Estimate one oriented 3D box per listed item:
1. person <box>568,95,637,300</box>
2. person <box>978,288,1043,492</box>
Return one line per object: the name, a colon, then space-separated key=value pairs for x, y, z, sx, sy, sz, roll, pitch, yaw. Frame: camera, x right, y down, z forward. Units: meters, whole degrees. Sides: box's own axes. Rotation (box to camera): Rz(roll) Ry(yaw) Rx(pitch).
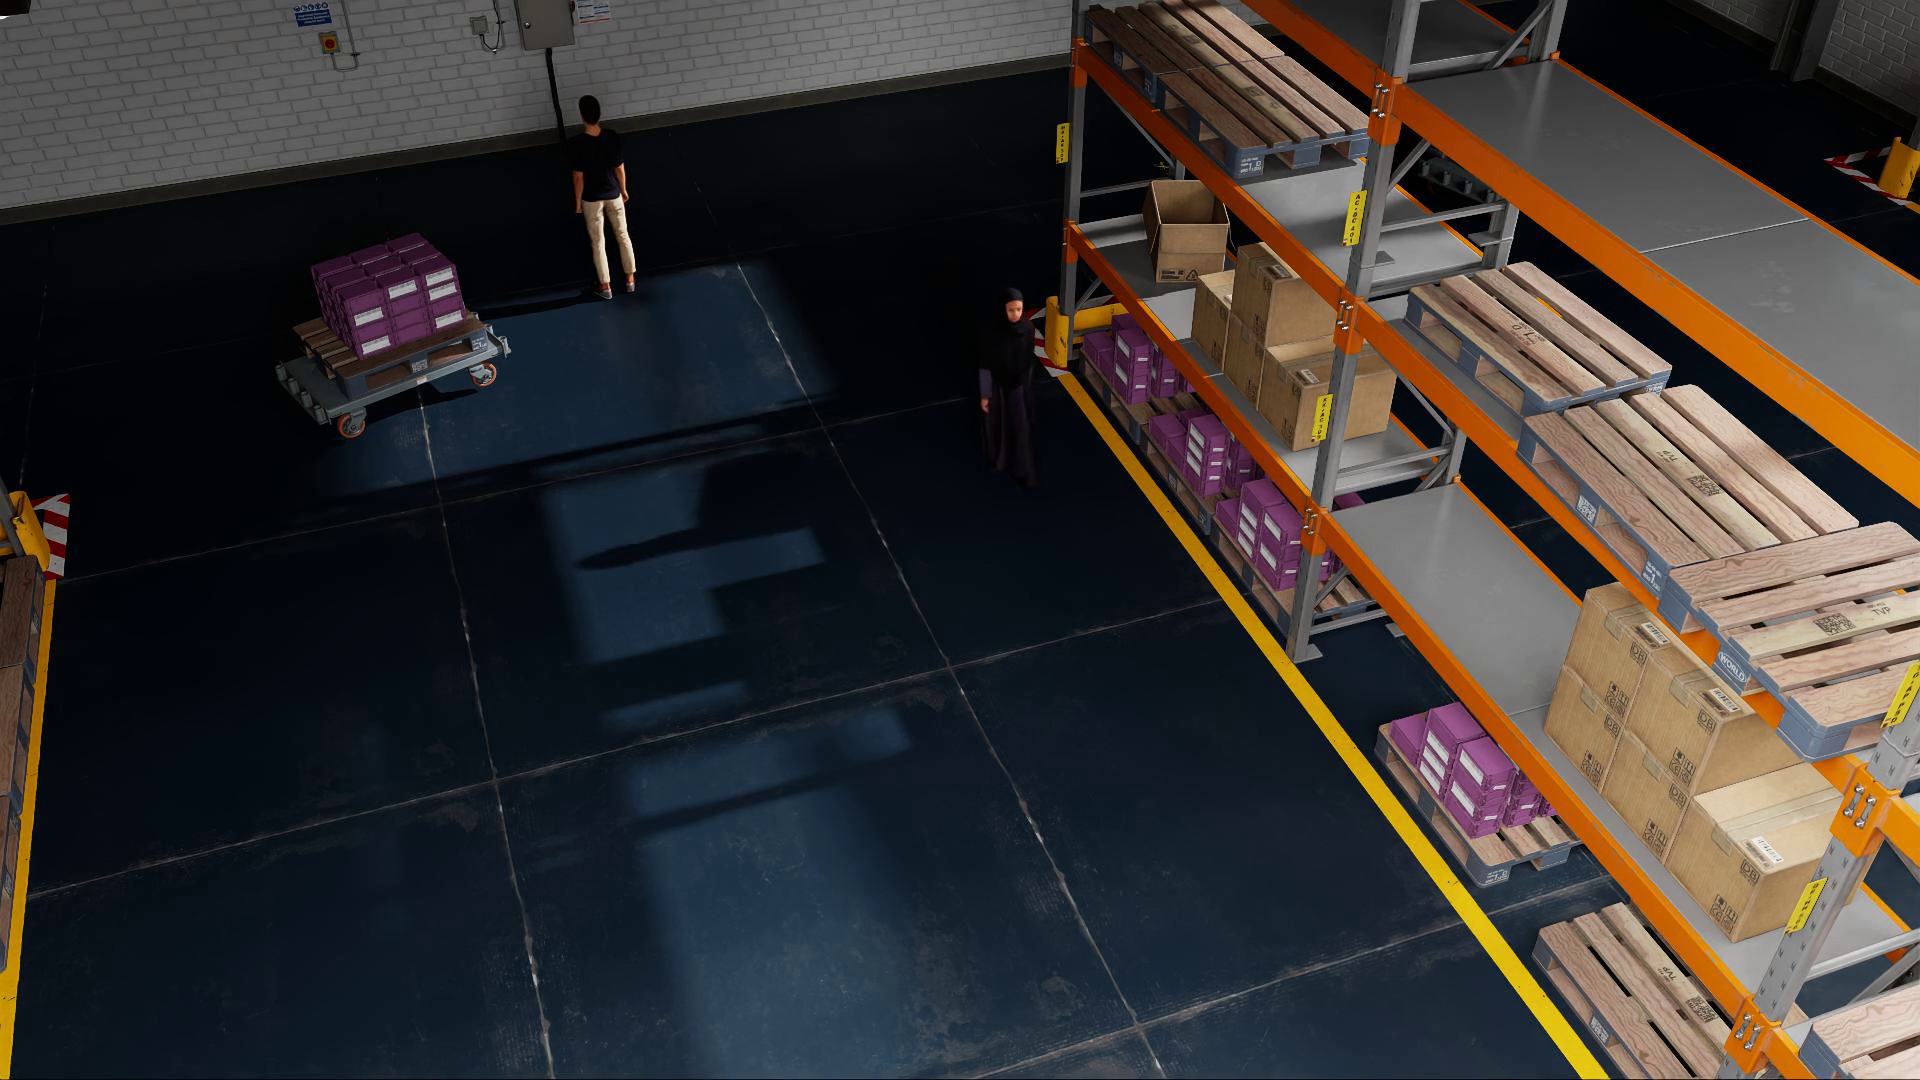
person: x=-3.106 y=-2.979 z=14.436 sx=0.669 sy=1.861 sz=0.585 roll=-20 pitch=43 yaw=-23
person: x=0.318 y=-1.211 z=12.424 sx=0.693 sy=1.610 sz=0.963 roll=-7 pitch=39 yaw=-8
